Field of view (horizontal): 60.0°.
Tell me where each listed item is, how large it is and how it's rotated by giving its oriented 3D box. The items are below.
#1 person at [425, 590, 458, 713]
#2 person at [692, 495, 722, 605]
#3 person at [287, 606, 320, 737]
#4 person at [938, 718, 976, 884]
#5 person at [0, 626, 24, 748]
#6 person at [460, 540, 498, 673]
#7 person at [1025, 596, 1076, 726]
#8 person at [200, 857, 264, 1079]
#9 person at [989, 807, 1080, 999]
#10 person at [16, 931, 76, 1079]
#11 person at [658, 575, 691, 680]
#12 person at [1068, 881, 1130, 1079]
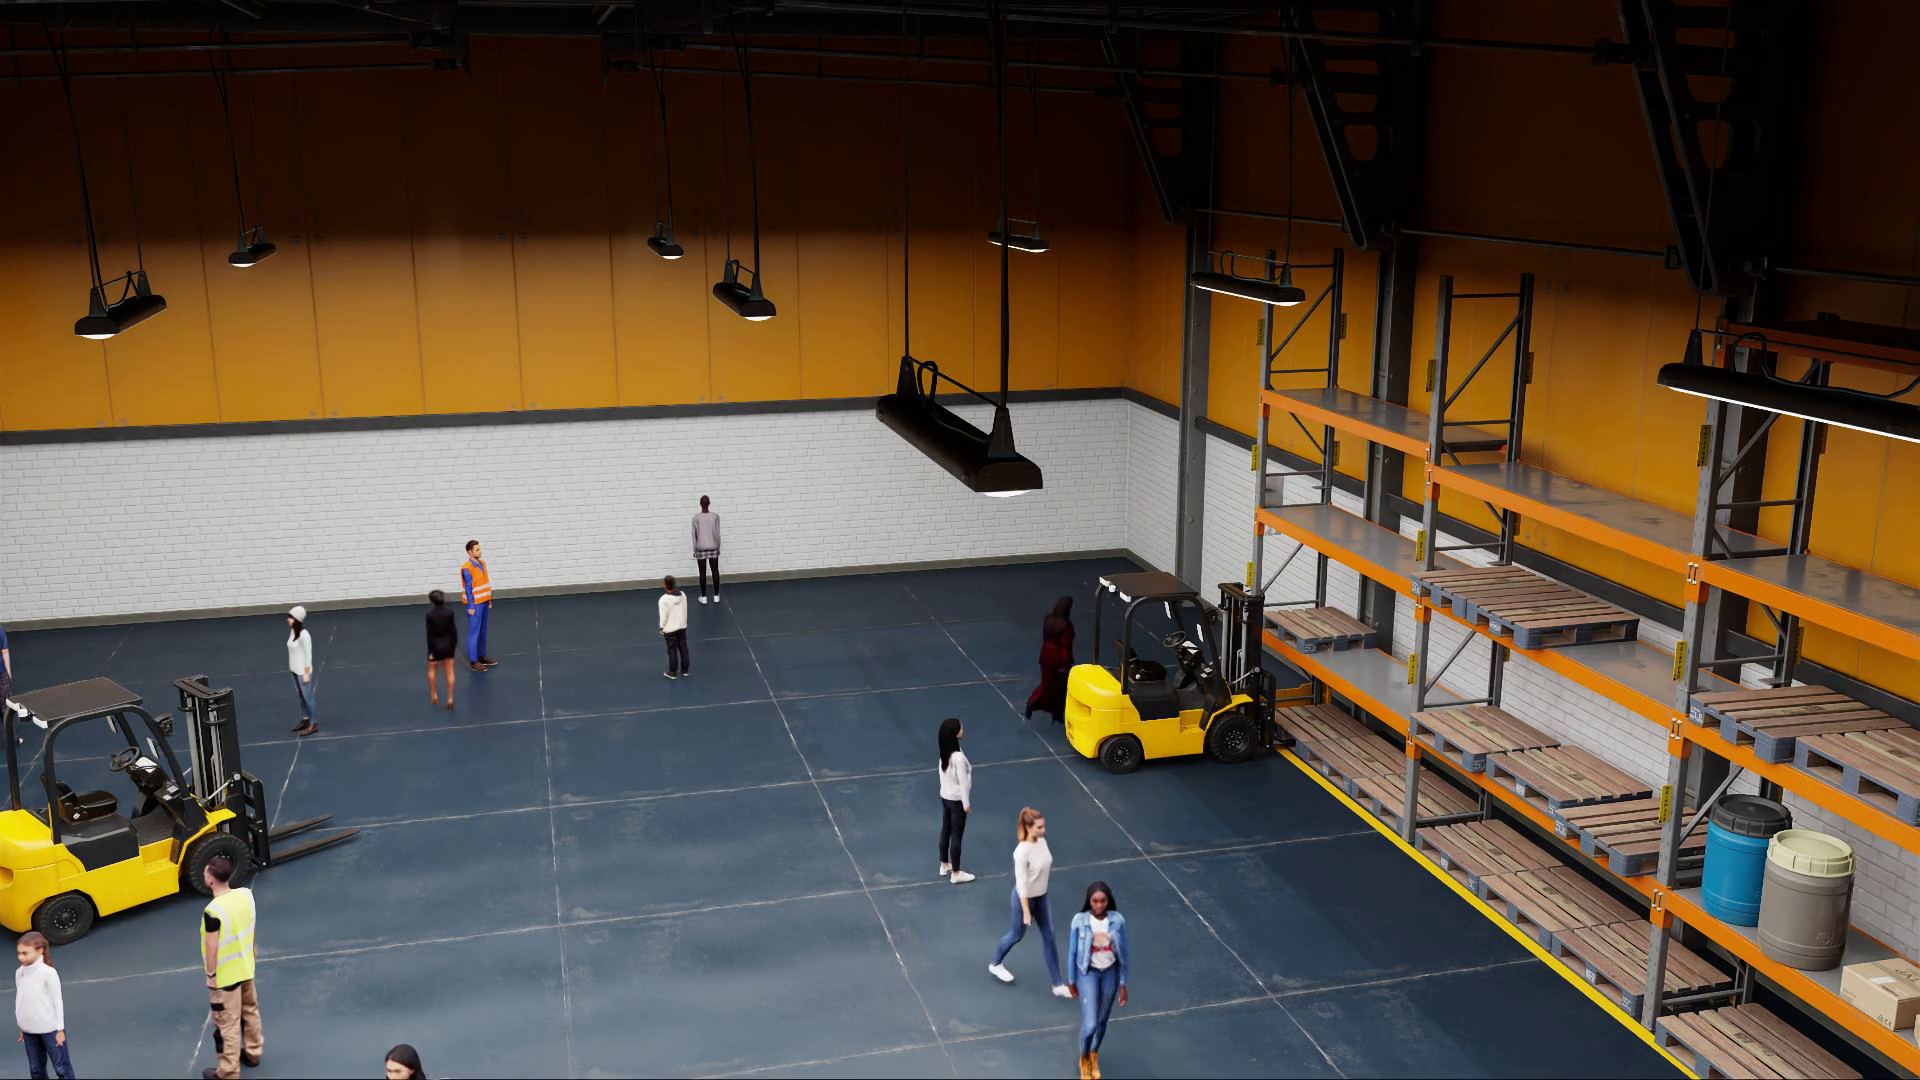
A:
[{"bbox_3d":[-6.714,1.457,21.633,0.668,1.627,0.791,-8,16,-29],"label":"person"},{"bbox_3d":[-4.069,0.139,26.769,0.614,1.772,0.533,-4,14,-17],"label":"person"},{"bbox_3d":[-8.274,1.627,20.893,0.597,1.645,0.704,13,19,43],"label":"person"},{"bbox_3d":[-0.071,2.600,16.758,0.730,1.700,0.574,-7,15,-28],"label":"person"},{"bbox_3d":[-11.841,1.653,20.306,0.704,1.871,0.619,-7,15,-26],"label":"person"},{"bbox_3d":[-6.802,0.902,23.424,0.839,1.864,0.710,3,14,11],"label":"person"},{"bbox_3d":[1.151,1.560,20.995,0.963,1.728,0.948,-12,18,-41],"label":"person"},{"bbox_3d":[-5.791,3.391,13.192,0.899,1.841,0.815,3,14,14],"label":"person"},{"bbox_3d":[0.534,3.154,14.526,1.208,1.674,1.056,11,17,37],"label":"person"},{"bbox_3d":[-6.939,3.680,12.604,0.608,1.557,0.627,2,14,9],"label":"person"},{"bbox_3d":[-3.952,1.199,23.070,0.646,1.452,0.637,-11,17,-37],"label":"person"},{"bbox_3d":[1.076,3.464,13.199,0.618,1.695,0.686,-2,14,-10],"label":"person"}]
